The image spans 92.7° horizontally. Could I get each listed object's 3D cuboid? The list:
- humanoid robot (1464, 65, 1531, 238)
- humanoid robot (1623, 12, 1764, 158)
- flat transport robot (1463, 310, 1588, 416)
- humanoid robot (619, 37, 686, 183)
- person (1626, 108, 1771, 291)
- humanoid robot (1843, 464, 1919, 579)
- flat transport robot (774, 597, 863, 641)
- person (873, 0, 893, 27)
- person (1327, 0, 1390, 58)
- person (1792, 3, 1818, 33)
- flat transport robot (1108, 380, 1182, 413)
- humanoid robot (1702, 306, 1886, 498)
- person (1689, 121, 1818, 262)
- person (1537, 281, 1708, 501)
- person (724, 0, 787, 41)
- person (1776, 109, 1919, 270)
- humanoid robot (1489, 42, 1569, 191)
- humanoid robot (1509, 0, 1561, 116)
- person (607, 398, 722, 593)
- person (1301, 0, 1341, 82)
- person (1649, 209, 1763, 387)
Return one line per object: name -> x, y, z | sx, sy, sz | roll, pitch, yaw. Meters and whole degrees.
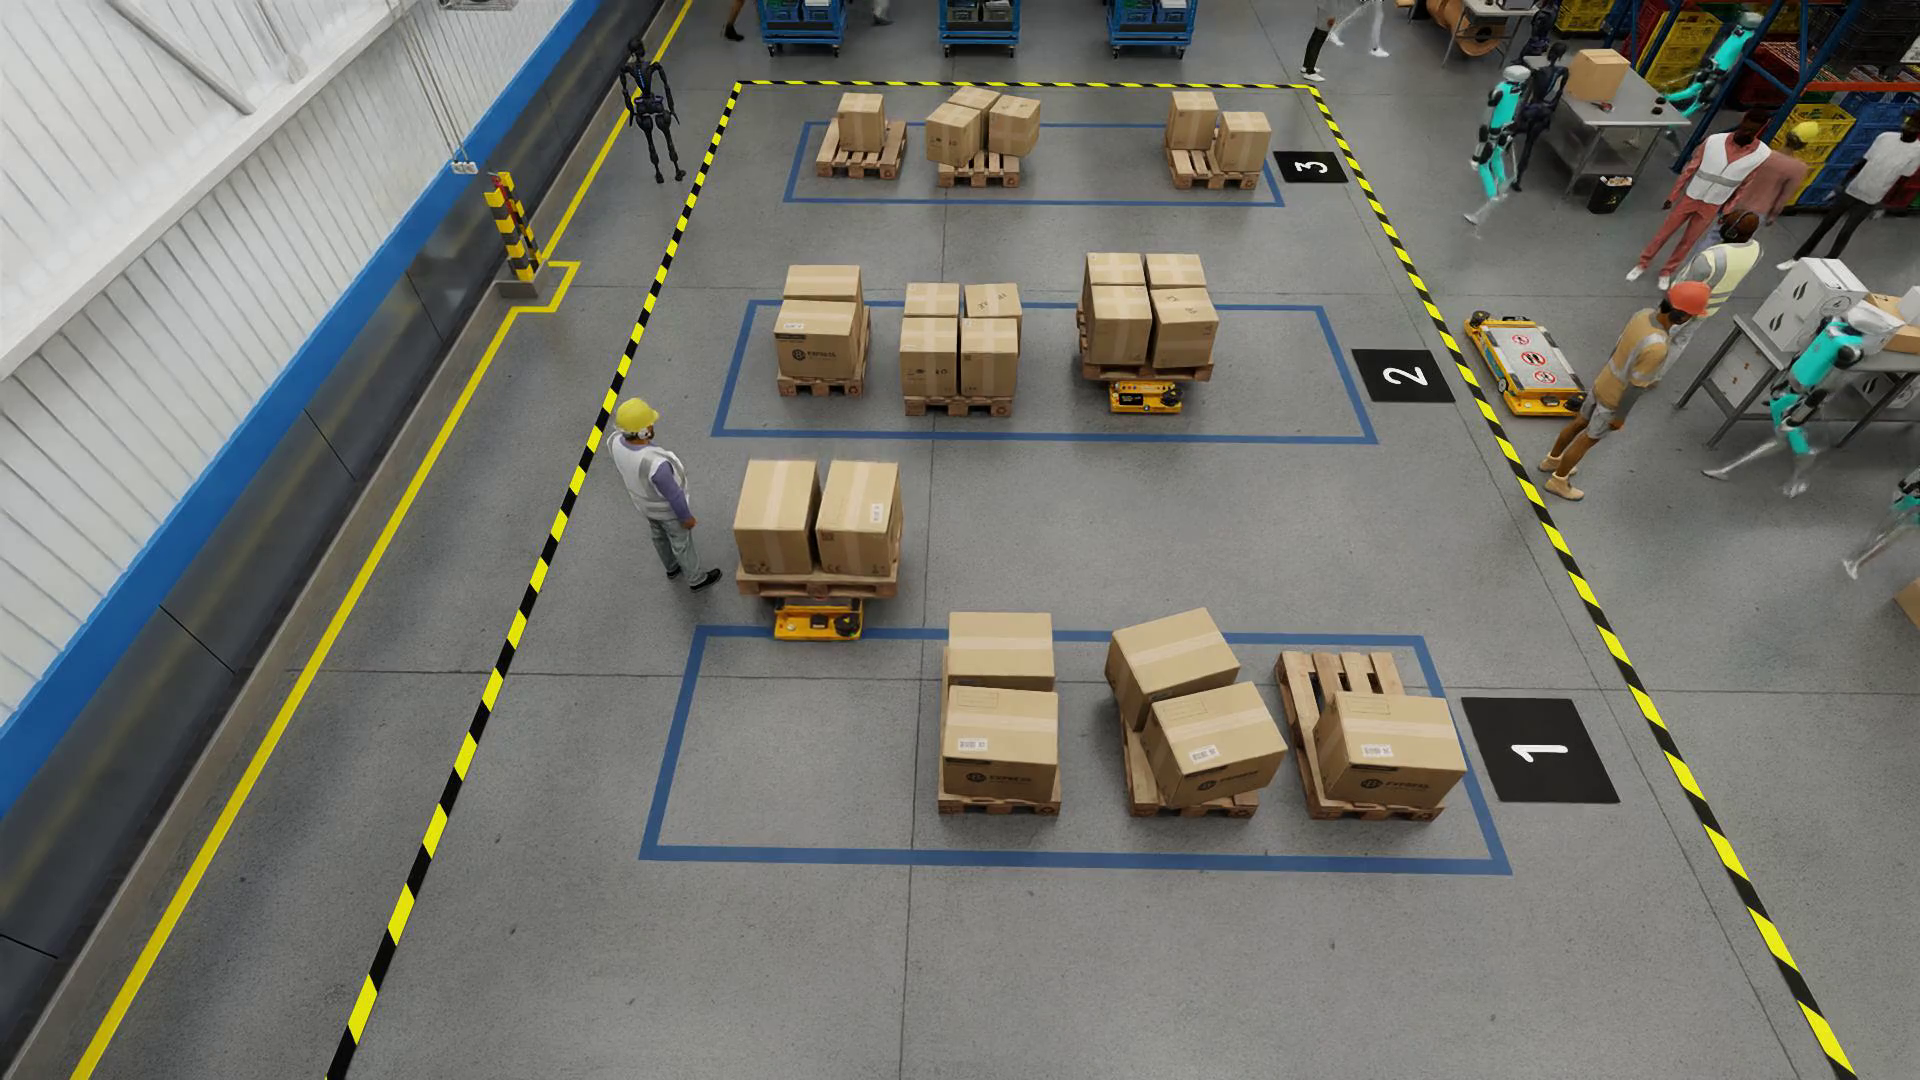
humanoid robot -> 6.086, -4.260, 10.269 | 0.531, 1.796, 0.811 | -26, 54, -21
humanoid robot -> 9.069, -5.640, 11.494 | 1.029, 1.776, 0.531 | 3, 49, 2
flat transport robot -> 5.573, -1.757, 9.054 | 0.659, 0.231, 1.431 | 1, 49, 1
humanoid robot -> -3.733, -5.173, 11.071 | 0.599, 1.654, 0.315 | -7, 49, -6
person -> 7.683, -3.517, 9.488 | 0.596, 1.915, 0.371 | 26, 54, 21
humanoid robot -> 7.513, -0.402, 6.972 | 0.806, 1.847, 0.559 | -35, 57, -26
flat transport robot -> -1.072, 0.169, 7.369 | 0.652, 0.197, 1.431 | 1, 49, 1
person -> -1.228, -8.993, 14.292 | 0.473, 1.824, 0.592 | -5, 49, -4
person -> 6.169, -8.241, 13.644 | 0.979, 1.808, 0.547 | 25, 54, 20
person -> 12.558, -8.035, 13.539 | 0.332, 1.710, 0.518 | 14, 51, 12
flat transport robot -> 1.773, -1.807, 9.079 | 0.652, 0.197, 1.431 | 1, 49, 1
humanoid robot -> 7.061, -1.054, 7.528 | 0.829, 1.850, 0.539 | 12, 50, 10
person -> 8.240, -3.475, 9.550 | 0.323, 1.766, 0.533 | -29, 55, -23
person -> 5.313, -1.188, 7.391 | 0.375, 2.042, 0.604 | 13, 50, 11
person -> -3.266, -8.648, 13.959 | 1.040, 1.872, 0.573 | -5, 49, -5
person -> 9.411, -3.580, 9.583 | 0.318, 1.862, 0.520 | -19, 52, -15
humanoid robot -> 6.890, -5.148, 11.085 | 0.612, 1.622, 0.774 | -4, 49, -3
humanoid robot -> 7.570, -6.450, 12.177 | 0.315, 1.653, 0.599 | 37, 58, 27
person -> -2.187, -0.301, 6.760 | 0.587, 1.831, 0.404 | 29, 55, 23
person -> 5.269, -7.547, 13.021 | 0.396, 1.850, 0.587 | 6, 49, 6
person -> 6.630, -2.136, 8.351 | 0.629, 1.835, 0.429 | -11, 50, -10
